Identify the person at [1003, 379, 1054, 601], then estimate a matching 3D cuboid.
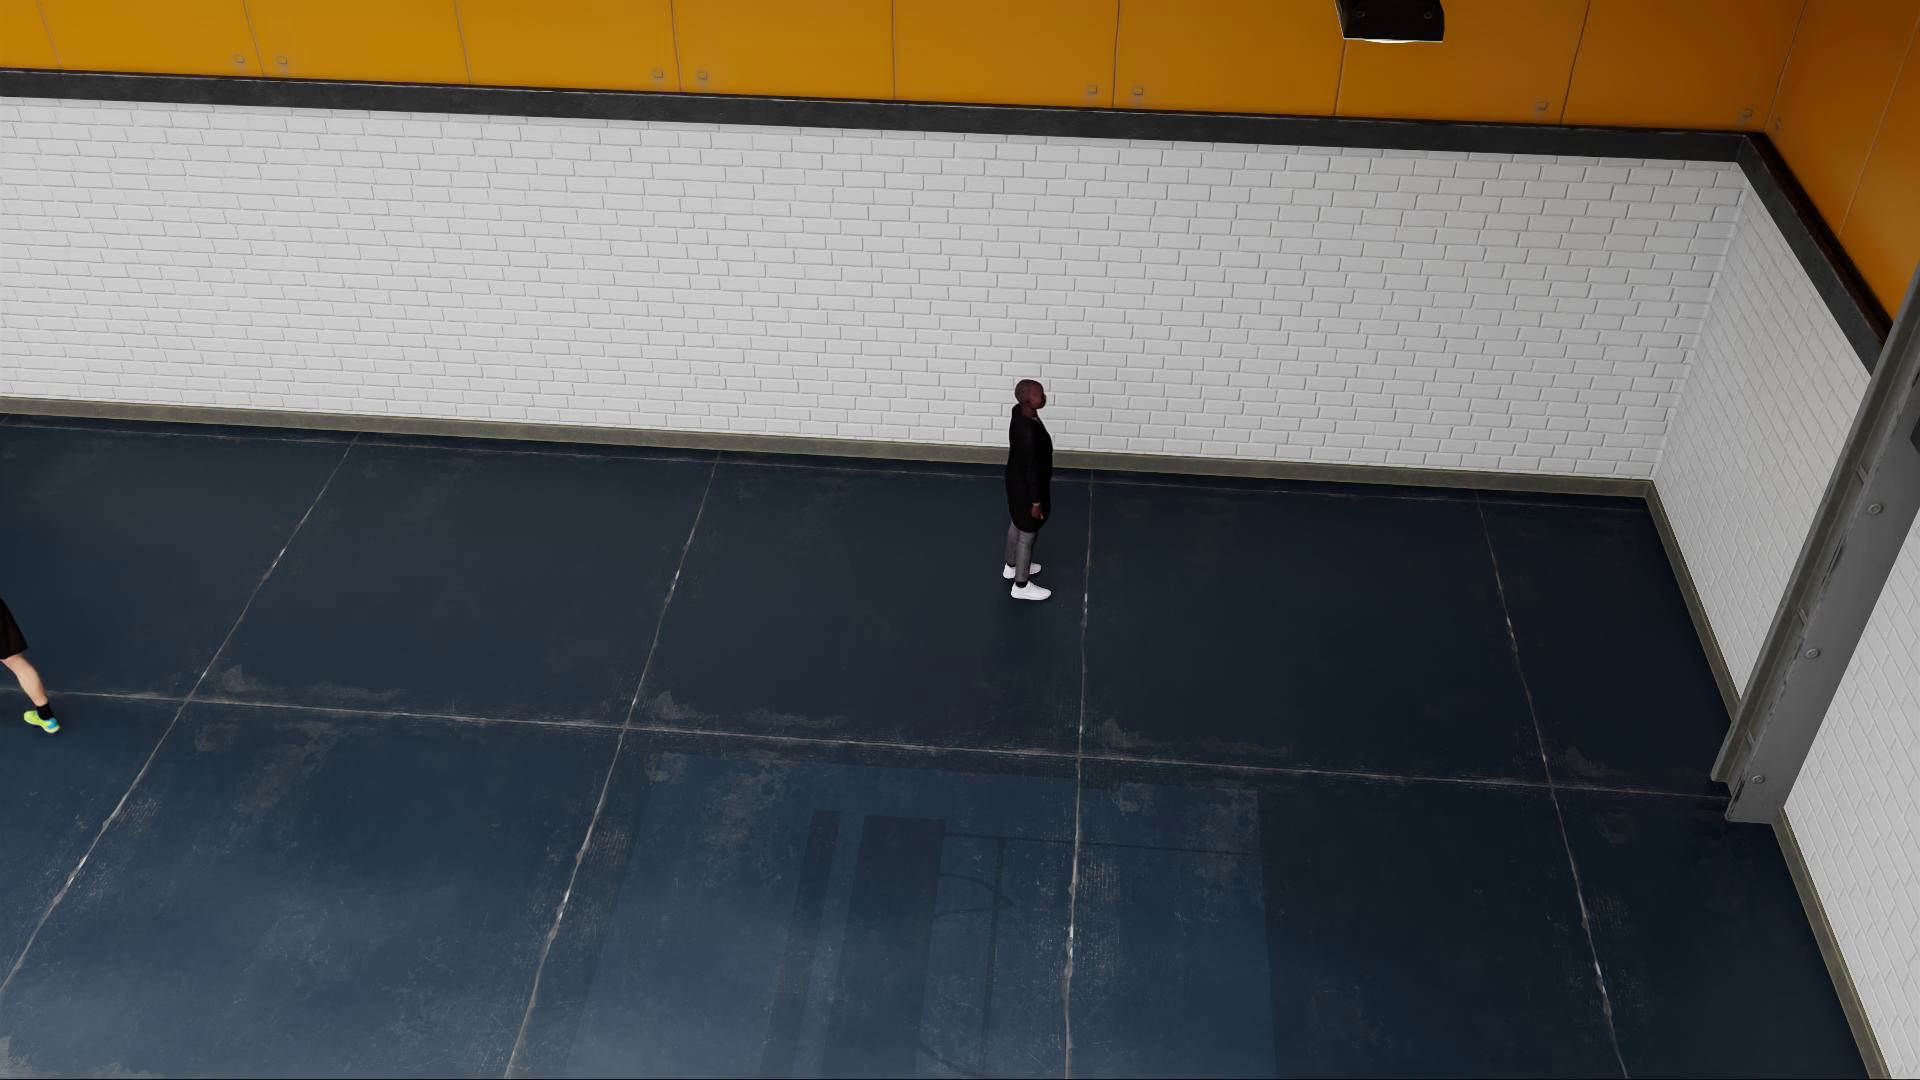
[{"bbox_3d":[0.455,-0.373,11.593,0.763,1.762,0.584,-6,39,-8],"label":"person"}]
